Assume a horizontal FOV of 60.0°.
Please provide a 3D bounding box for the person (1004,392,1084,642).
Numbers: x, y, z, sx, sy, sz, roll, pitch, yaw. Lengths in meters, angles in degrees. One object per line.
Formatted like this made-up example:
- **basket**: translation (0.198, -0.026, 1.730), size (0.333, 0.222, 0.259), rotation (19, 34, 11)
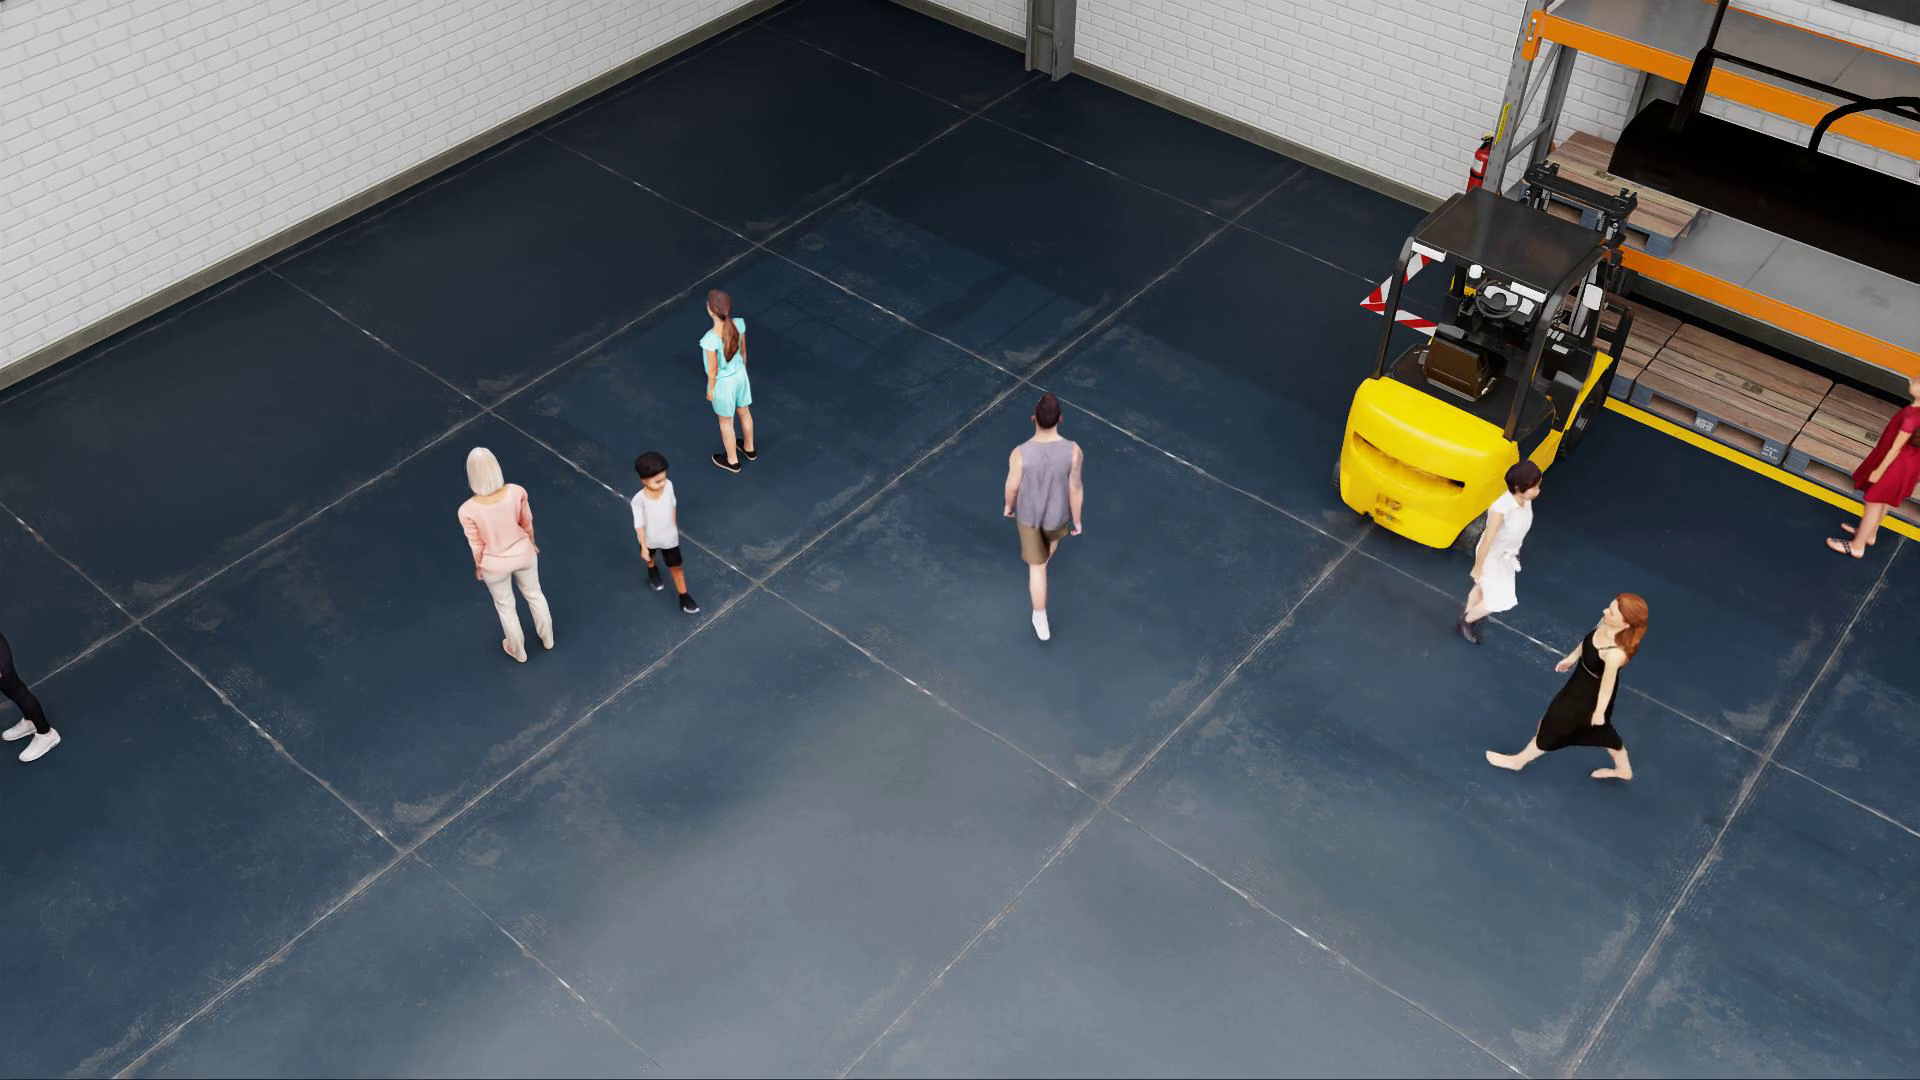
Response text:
- **person**: translation (0.547, -0.106, 10.767), size (1.132, 1.797, 1.204), rotation (-3, 44, -4)

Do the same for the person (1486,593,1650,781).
- **person**: translation (3.845, 0.920, 9.868), size (1.163, 1.578, 0.818), rotation (14, 45, 14)

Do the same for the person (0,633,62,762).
- **person**: translation (-5.887, 0.658, 10.024), size (0.676, 1.743, 0.504), rotation (-33, 52, -29)

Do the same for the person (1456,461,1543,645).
- **person**: translation (3.408, 0.072, 10.785), size (0.582, 1.542, 0.553), rotation (30, 51, 28)

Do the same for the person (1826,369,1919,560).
- **person**: translation (6.424, -0.537, 11.417), size (0.600, 1.552, 0.544), rotation (33, 52, 30)

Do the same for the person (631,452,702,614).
- **person**: translation (-2.074, -0.107, 11.208), size (0.689, 1.218, 0.942), rotation (-22, 48, -21)

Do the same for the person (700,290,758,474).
- **person**: translation (-1.683, -1.167, 12.073), size (0.537, 1.558, 0.538), rotation (31, 52, 28)

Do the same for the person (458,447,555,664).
- **person**: translation (-2.901, 0.099, 10.624), size (0.651, 1.725, 0.603), rotation (-27, 50, -25)
